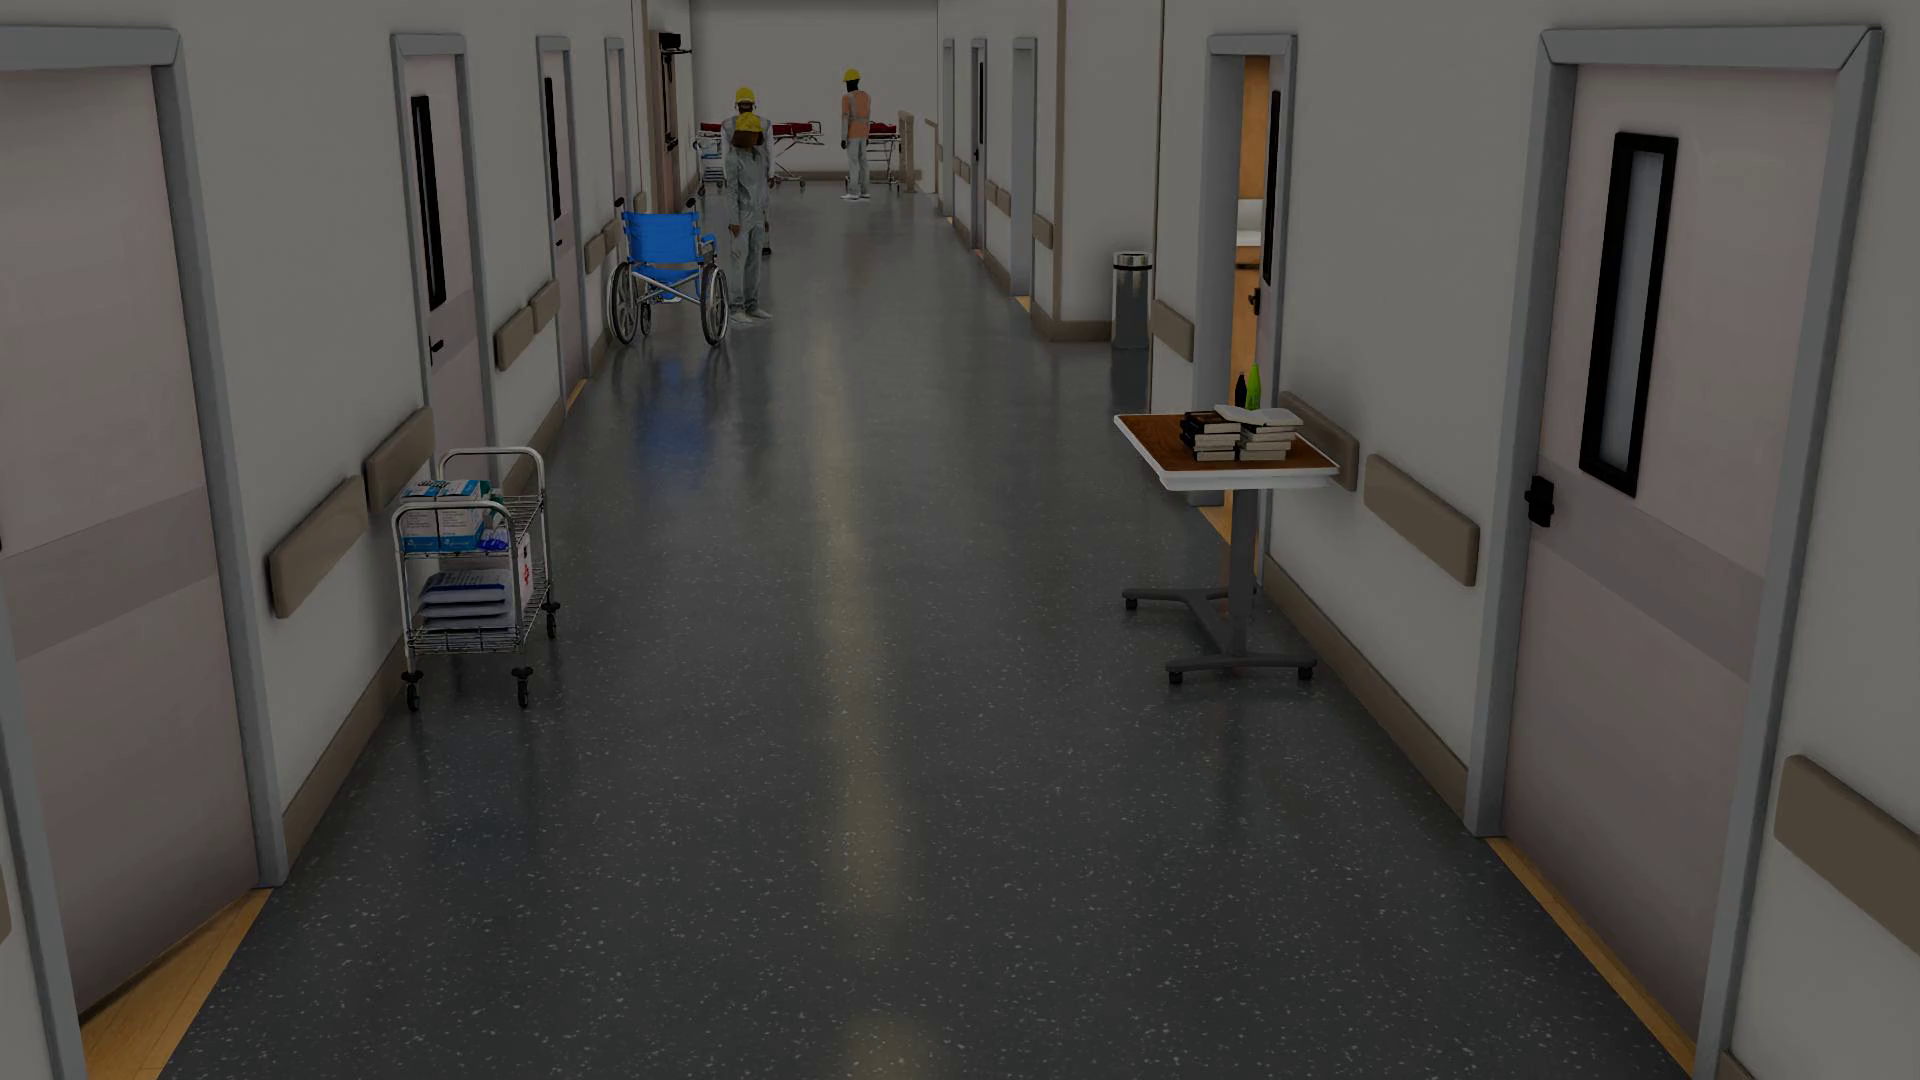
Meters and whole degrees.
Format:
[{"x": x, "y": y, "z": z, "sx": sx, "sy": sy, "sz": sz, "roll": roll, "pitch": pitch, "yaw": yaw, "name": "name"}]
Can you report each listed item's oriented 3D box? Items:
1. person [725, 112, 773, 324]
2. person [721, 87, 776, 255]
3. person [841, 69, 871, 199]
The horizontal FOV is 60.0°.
[{"x": -1.767, "y": -2.705, "z": 14.000, "sx": 0.324, "sy": 1.742, "sz": 0.492, "roll": 9, "pitch": 19, "yaw": 28, "name": "person"}, {"x": -2.332, "y": -4.062, "z": 18.381, "sx": 0.589, "sy": 1.833, "sz": 0.404, "roll": -3, "pitch": 17, "yaw": -8, "name": "person"}, {"x": -1.588, "y": -6.117, "z": 25.106, "sx": 0.397, "sy": 1.920, "sz": 0.586, "roll": 13, "pitch": 21, "yaw": 36, "name": "person"}]
